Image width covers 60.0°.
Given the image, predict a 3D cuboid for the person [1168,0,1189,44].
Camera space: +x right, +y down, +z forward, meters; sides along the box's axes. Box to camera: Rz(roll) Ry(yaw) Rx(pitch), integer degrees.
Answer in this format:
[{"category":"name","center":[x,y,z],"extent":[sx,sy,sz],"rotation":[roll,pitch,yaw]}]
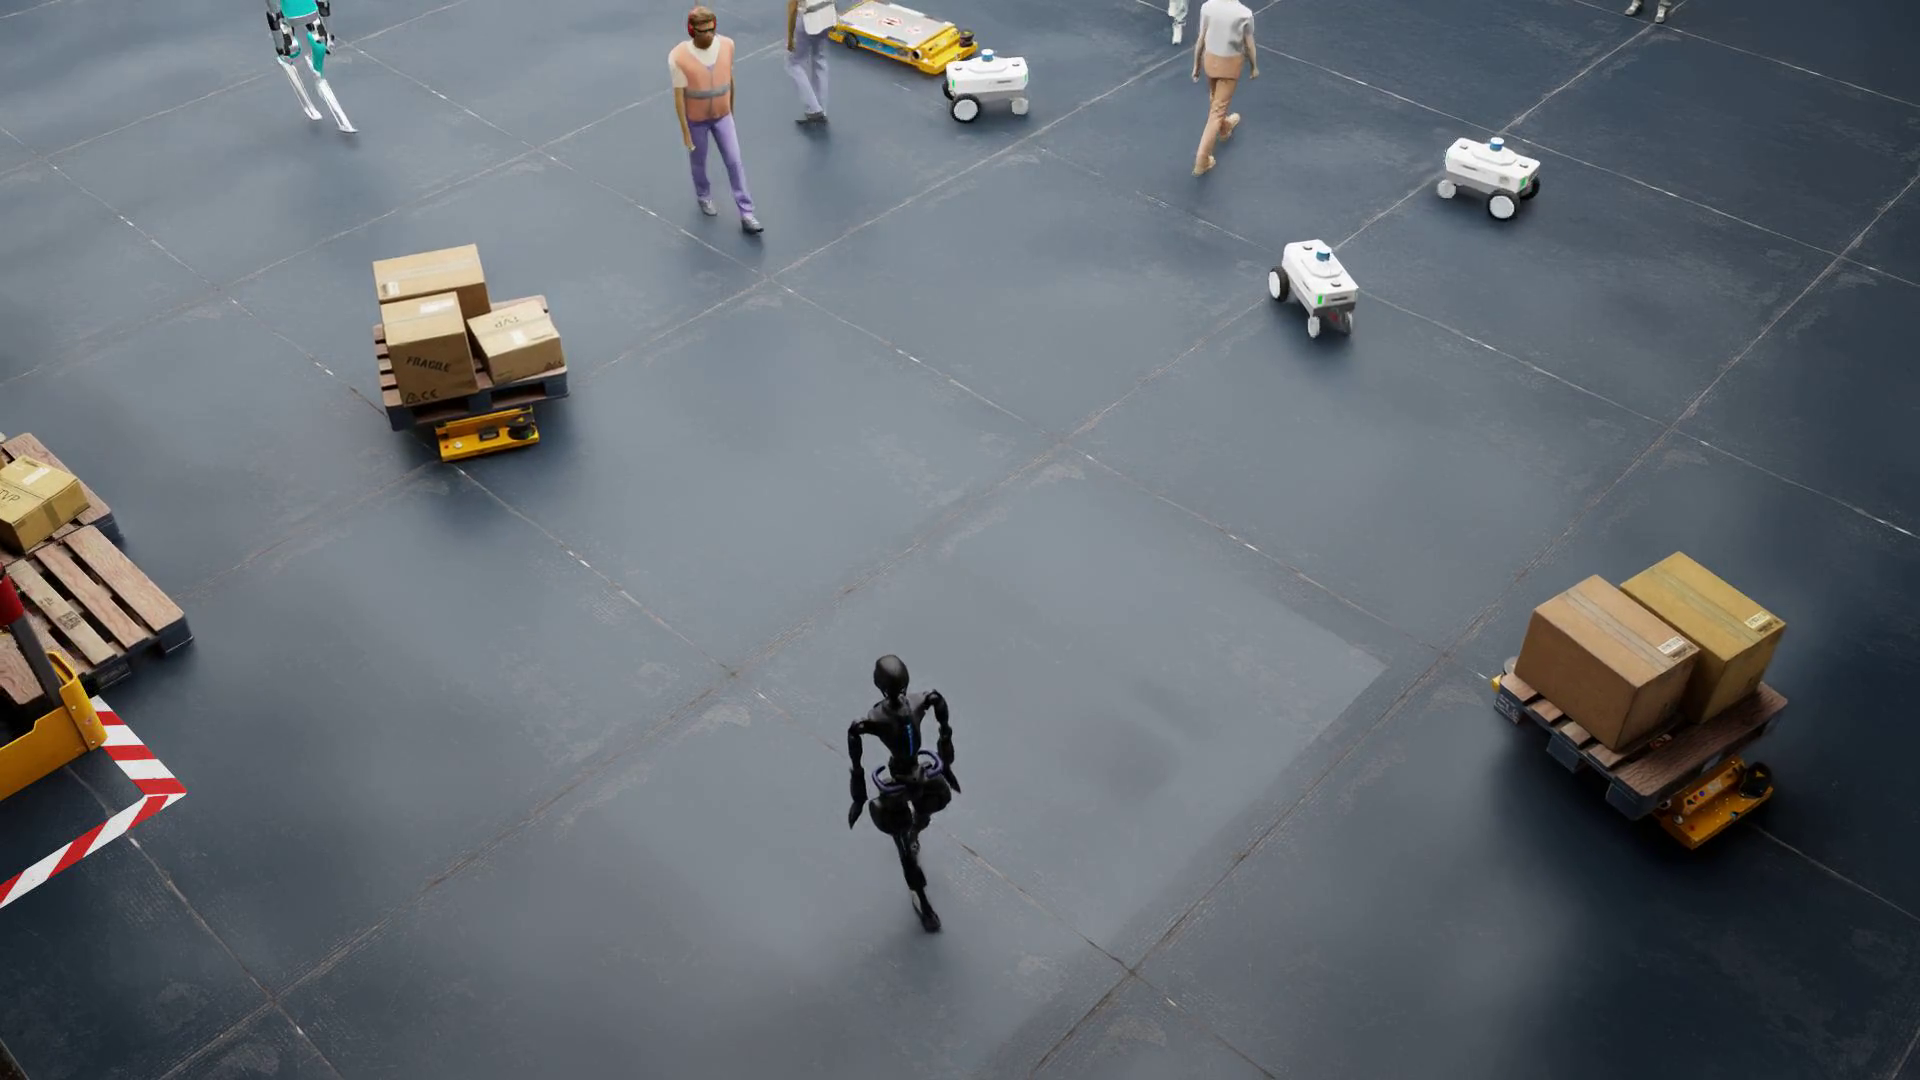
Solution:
[{"category":"person","center":[2.101,-5.681,15.770],"extent":[0.493,1.693,0.926],"rotation":[6,42,7]}]

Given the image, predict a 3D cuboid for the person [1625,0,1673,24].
[{"category":"person","center":[6.799,-5.894,15.913],"extent":[0.566,1.832,0.404],"rotation":[21,46,21]}]

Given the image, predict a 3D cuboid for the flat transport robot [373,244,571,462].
[{"category":"flat transport robot","center":[-3.413,-1.097,11.746],"extent":[0.659,0.231,1.431],"rotation":[-13,44,-14]}]

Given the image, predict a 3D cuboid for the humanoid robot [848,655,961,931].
[{"category":"humanoid robot","center":[-0.287,1.185,8.175],"extent":[0.591,1.634,0.698],"rotation":[-20,46,-21]}]

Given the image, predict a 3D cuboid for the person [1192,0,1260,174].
[{"category":"person","center":[2.232,-3.975,13.875],"extent":[0.474,1.697,0.917],"rotation":[27,49,27]}]

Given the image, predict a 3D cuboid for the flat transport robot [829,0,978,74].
[{"category":"flat transport robot","center":[-0.598,-4.834,15.899],"extent":[1.431,0.231,0.659],"rotation":[26,48,26]}]

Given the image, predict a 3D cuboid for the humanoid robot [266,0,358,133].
[{"category":"humanoid robot","center":[-5.655,-4.316,14.226],"extent":[0.546,1.770,0.922],"rotation":[-30,50,-29]}]

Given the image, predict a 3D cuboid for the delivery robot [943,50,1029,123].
[{"category":"delivery robot","center":[0.220,-4.068,14.848],"extent":[0.812,0.614,0.499],"rotation":[-6,42,-7]}]

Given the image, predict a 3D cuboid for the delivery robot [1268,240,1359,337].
[{"category":"delivery robot","center":[2.683,-1.923,12.445],"extent":[0.499,0.587,0.777],"rotation":[-10,43,-11]}]

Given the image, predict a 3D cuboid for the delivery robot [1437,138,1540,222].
[{"category":"delivery robot","center":[4.357,-3.011,13.654],"extent":[0.789,0.587,0.499],"rotation":[26,48,26]}]

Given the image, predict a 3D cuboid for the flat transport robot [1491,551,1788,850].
[{"category":"flat transport robot","center":[3.754,1.074,9.333],"extent":[0.659,0.231,1.431],"rotation":[-24,47,-24]}]

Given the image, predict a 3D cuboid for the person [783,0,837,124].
[{"category":"person","center":[-1.274,-4.425,14.279],"extent":[0.446,1.828,0.591],"rotation":[31,51,30]}]

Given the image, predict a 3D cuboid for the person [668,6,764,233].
[{"category":"person","center":[-1.920,-3.258,12.999],"extent":[0.573,1.806,0.920],"rotation":[-21,46,-22]}]
